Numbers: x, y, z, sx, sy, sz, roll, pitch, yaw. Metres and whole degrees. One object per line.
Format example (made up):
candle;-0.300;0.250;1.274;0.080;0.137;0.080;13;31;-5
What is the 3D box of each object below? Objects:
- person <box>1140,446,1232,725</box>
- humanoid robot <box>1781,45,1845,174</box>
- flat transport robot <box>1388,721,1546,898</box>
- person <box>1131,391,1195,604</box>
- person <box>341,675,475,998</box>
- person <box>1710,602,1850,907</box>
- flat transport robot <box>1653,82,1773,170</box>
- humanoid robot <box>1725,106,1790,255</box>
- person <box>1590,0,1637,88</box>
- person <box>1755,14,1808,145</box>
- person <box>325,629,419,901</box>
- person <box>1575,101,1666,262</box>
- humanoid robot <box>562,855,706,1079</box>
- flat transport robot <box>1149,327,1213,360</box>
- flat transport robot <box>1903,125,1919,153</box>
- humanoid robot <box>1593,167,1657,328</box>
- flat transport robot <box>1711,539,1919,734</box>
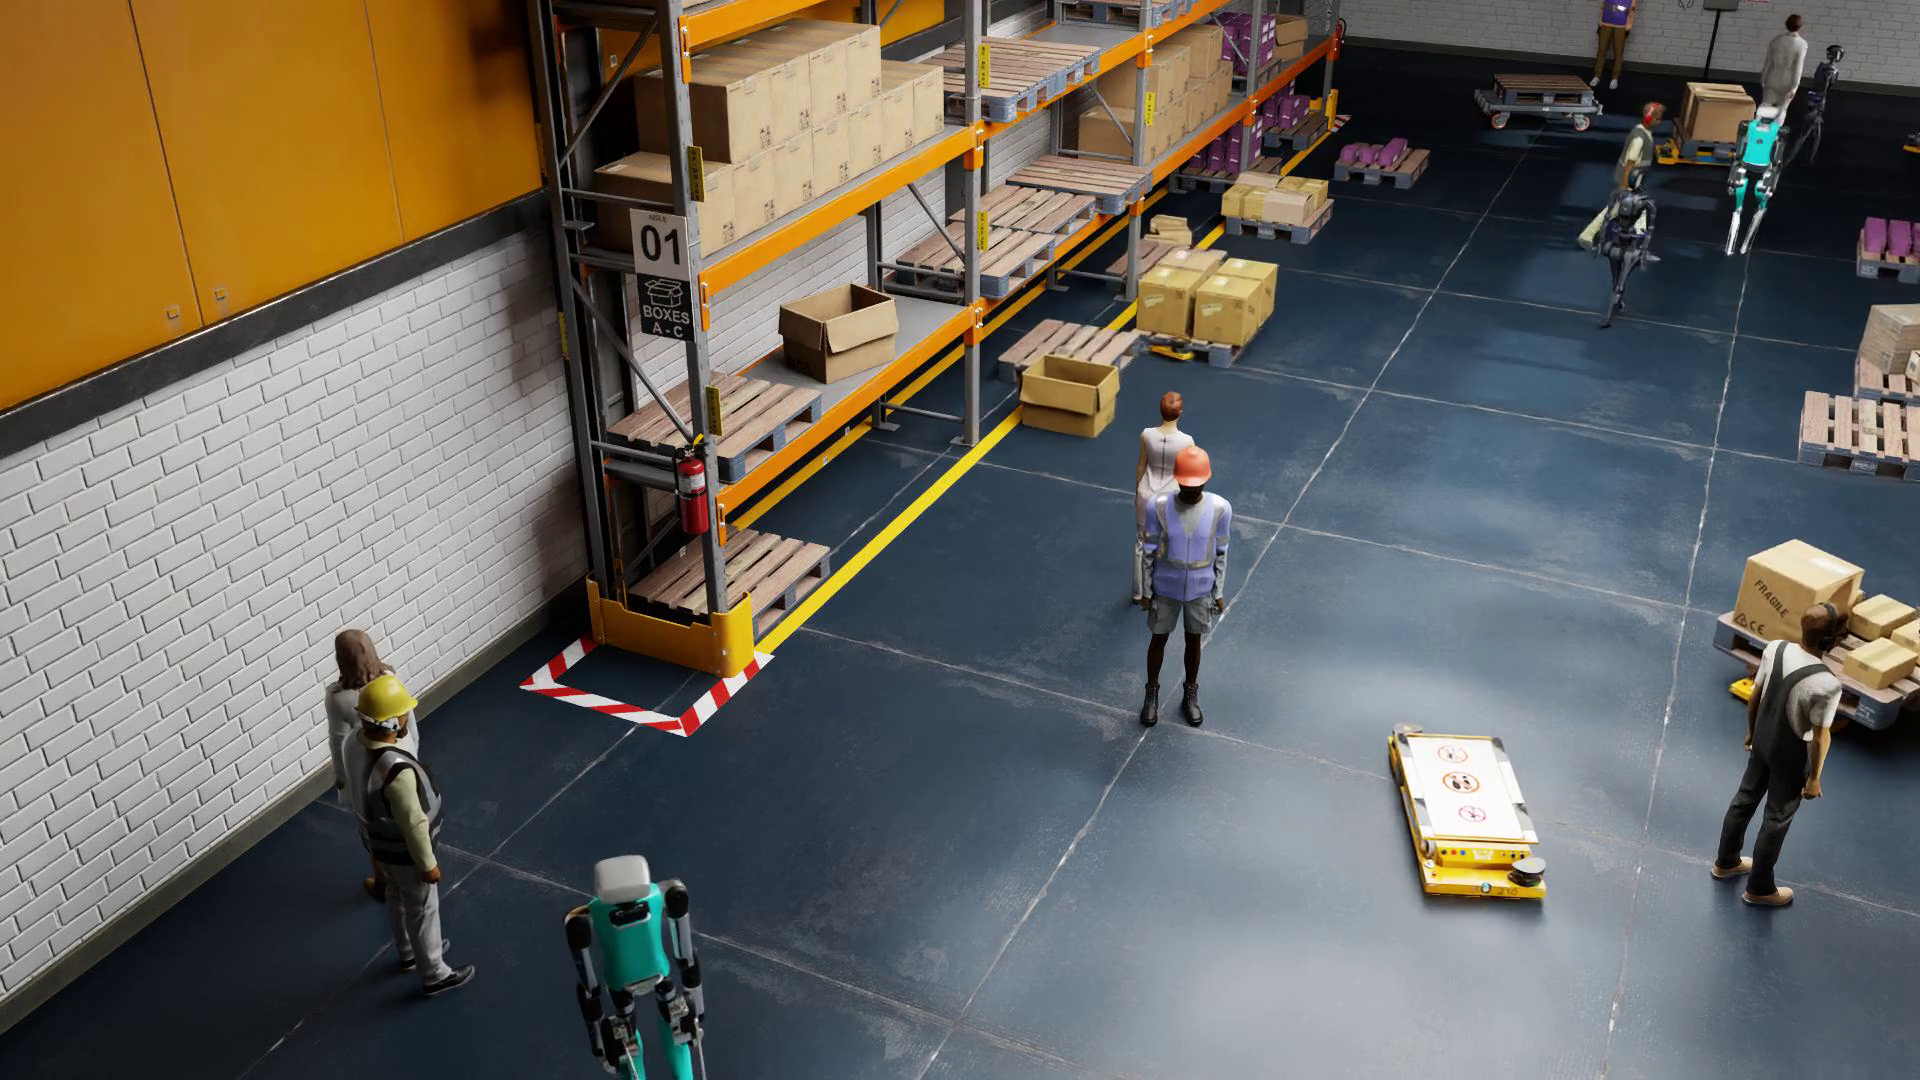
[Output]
person;1.399;0.294;10.426;0.542;1.938;0.356;1;28;1
humanoid robot;11.168;-5.635;21.707;0.606;1.636;0.608;10;30;18
flat transport robot;2.966;1.570;9.817;0.659;0.231;1.431;2;28;4
person;1.439;-0.272;11.776;0.431;1.650;0.283;9;30;16
person;-2.789;1.485;8.346;0.403;1.821;0.594;-23;36;-36
person;4.429;1.147;8.941;0.329;1.843;0.512;-9;30;-16
flat transport robot;10.110;-5.179;22.331;1.431;0.231;0.659;7;29;13
humanoid robot;8.935;-4.036;18.673;0.535;1.777;0.792;18;33;30
person;10.205;-8.029;25.880;0.527;1.924;0.433;20;34;32
person;11.177;-6.241;22.699;0.527;1.803;0.812;19;34;32
person;-3.166;1.202;9.030;0.495;1.661;0.336;-25;37;-38
person;7.482;-4.024;18.580;0.922;1.800;0.620;11;30;20
humanoid robot;-1.250;2.264;7.030;0.550;1.806;0.905;-12;31;-22
flat transport robot;2.385;-2.155;16.723;0.659;0.231;1.431;22;36;35
flat transport robot;13.689;-5.320;22.592;1.431;0.231;0.659;22;35;35
humanoid robot;6.724;-2.979;16.816;0.785;1.622;0.599;-21;35;-33
flat transport robot;5.870;0.891;11.075;1.431;0.231;0.659;-16;32;-28
